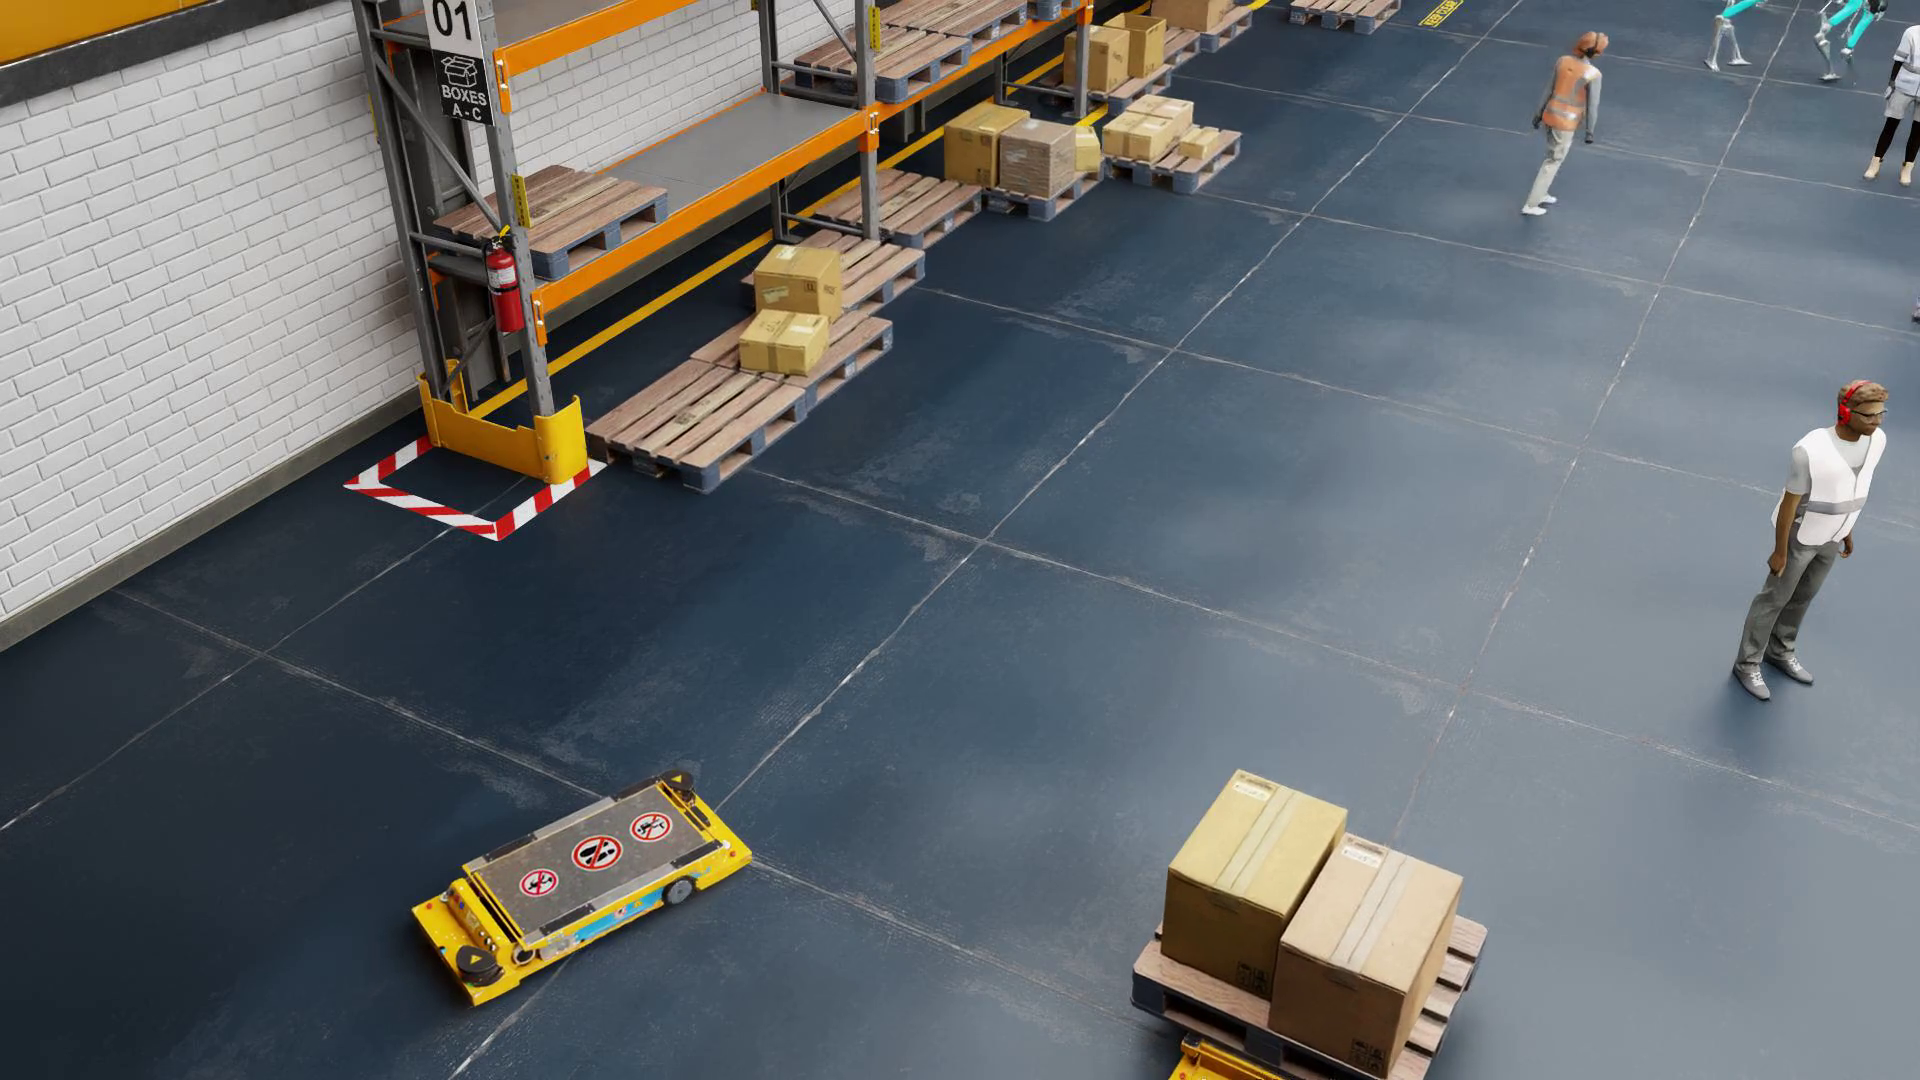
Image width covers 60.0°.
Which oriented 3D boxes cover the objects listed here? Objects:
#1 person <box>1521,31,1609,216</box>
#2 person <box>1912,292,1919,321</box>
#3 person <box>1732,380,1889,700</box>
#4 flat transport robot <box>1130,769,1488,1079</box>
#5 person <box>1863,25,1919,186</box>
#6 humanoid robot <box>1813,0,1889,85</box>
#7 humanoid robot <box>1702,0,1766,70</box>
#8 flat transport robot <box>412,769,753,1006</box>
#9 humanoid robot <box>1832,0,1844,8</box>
[{"bbox_3d":[5.196,-3.574,14.331,0.564,1.610,0.530,-11,35,-16],"label":"person"},{"bbox_3d":[7.725,-2.536,12.609,0.569,1.781,0.931,17,37,24],"label":"person"},{"bbox_3d":[4.474,-0.020,8.745,0.563,1.849,0.391,-14,36,-21],"label":"person"},{"bbox_3d":[1.484,1.979,7.154,0.659,0.231,1.431,19,38,26],"label":"flat transport robot"},{"bbox_3d":[8.622,-4.050,14.980,0.534,1.696,0.318,17,37,24],"label":"person"},{"bbox_3d":[9.292,-5.577,17.275,0.763,1.802,0.532,-13,36,-19],"label":"humanoid robot"},{"bbox_3d":[8.402,-5.933,17.791,0.883,1.766,0.584,18,37,25],"label":"humanoid robot"},{"bbox_3d":[-1.749,1.580,7.758,1.431,0.231,0.659,-23,40,-31],"label":"flat transport robot"},{"bbox_3d":[10.765,-7.143,19.613,0.987,1.729,0.539,-21,39,-28],"label":"humanoid robot"}]
